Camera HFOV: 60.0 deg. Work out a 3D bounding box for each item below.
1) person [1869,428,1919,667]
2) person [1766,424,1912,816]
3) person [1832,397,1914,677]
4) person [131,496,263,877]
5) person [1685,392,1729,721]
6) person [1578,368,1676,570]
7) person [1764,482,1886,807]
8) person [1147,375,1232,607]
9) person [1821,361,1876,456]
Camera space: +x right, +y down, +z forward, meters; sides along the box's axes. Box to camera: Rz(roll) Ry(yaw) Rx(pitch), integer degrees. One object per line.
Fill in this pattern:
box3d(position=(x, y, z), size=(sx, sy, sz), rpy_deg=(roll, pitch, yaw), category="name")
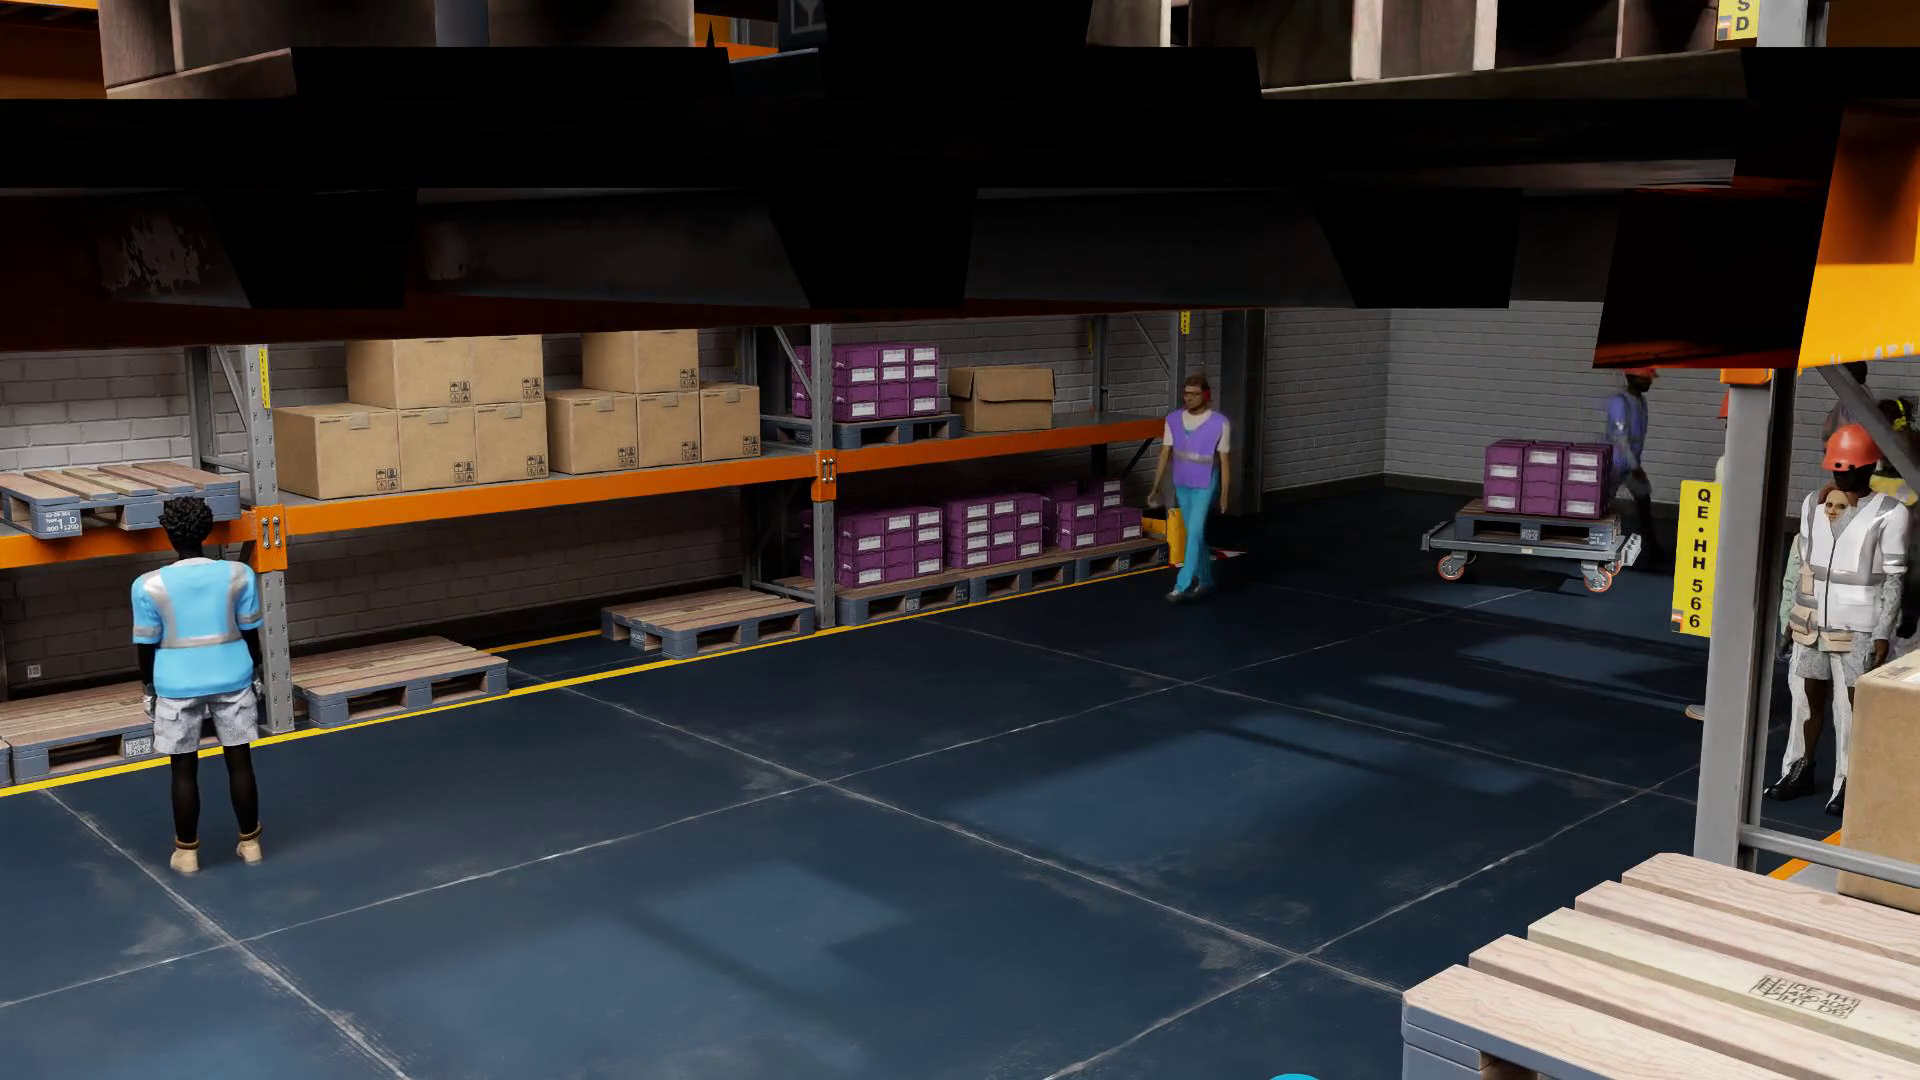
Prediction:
box3d(position=(5.053, 0.311, 8.945), size=(0.555, 1.823, 0.636), rpy_deg=(-1, 10, -7), category="person")
box3d(position=(4.328, 0.389, 8.188), size=(0.366, 1.930, 0.542), rpy_deg=(-7, 12, -34), category="person")
box3d(position=(5.817, 0.016, 10.599), size=(0.616, 1.855, 0.534), rpy_deg=(0, 10, 2), category="person")
box3d(position=(-3.355, 0.648, 7.369), size=(0.534, 1.694, 0.321), rpy_deg=(-6, 12, -33), category="person")
box3d(position=(4.574, 0.090, 9.762), size=(0.608, 1.990, 0.385), rpy_deg=(-7, 12, -34), category="person")
box3d(position=(5.881, -0.682, 14.613), size=(0.538, 1.880, 0.975), rpy_deg=(-7, 12, -34), category="person")
box3d(position=(4.323, 0.519, 8.264), size=(0.309, 1.645, 0.514), rpy_deg=(-7, 12, -35), category="person")
box3d(position=(1.778, -0.385, 13.069), size=(0.599, 1.799, 0.922), rpy_deg=(9, 13, 42), category="person")
box3d(position=(7.945, -0.714, 14.904), size=(0.430, 1.844, 0.624), rpy_deg=(5, 11, 28), category="person")
